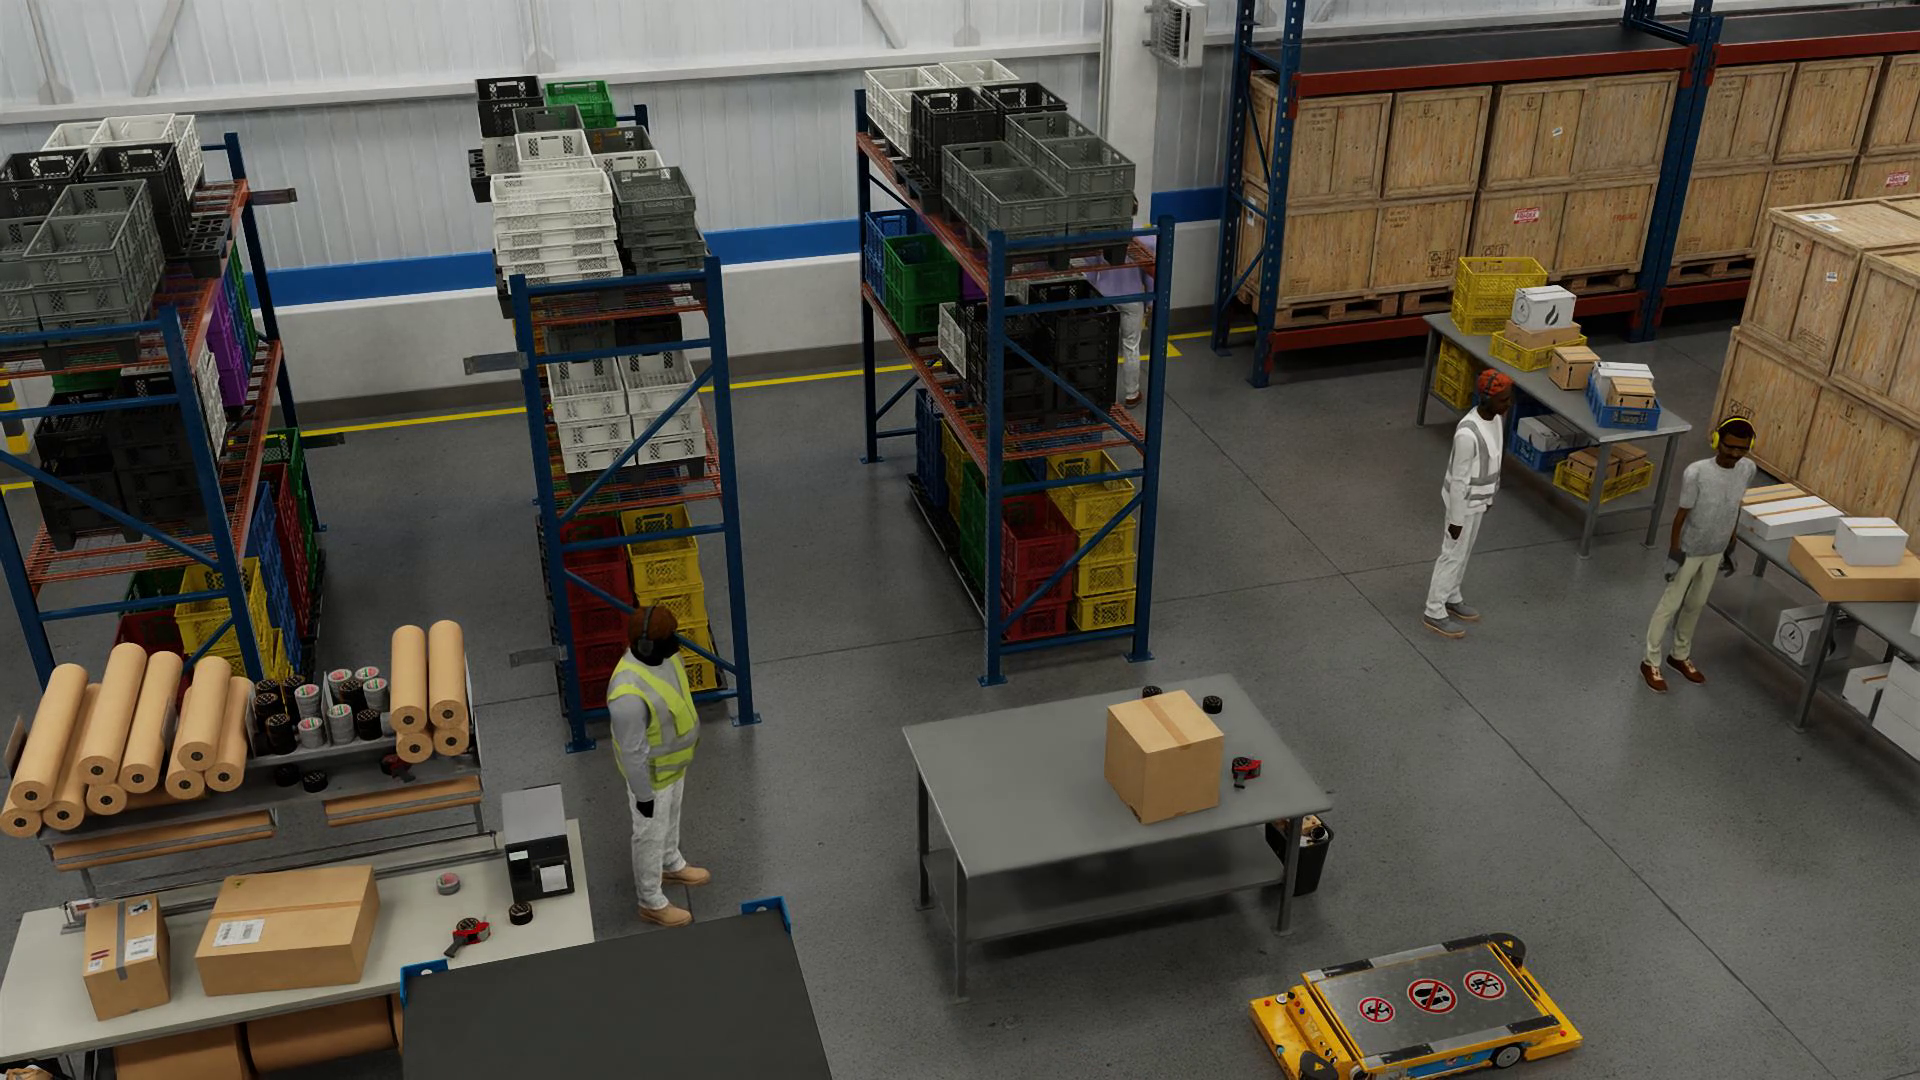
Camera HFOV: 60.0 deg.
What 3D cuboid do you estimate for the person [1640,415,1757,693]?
[{"bbox_3d":[4.629,0.079,10.348,0.515,1.864,0.333,-8,30,-14],"label":"person"}]

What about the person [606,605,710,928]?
[{"bbox_3d":[-1.529,1.132,8.468,0.430,1.836,0.630,4,29,7],"label":"person"}]

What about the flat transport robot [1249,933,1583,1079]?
[{"bbox_3d":[2.184,2.282,7.980,1.431,0.197,0.652,-8,30,-14],"label":"flat transport robot"}]

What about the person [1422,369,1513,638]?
[{"bbox_3d":[3.348,-0.253,10.943,0.344,1.879,0.581,18,33,29],"label":"person"}]

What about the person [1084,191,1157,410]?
[{"bbox_3d":[1.355,-2.042,14.130,0.630,1.940,0.372,5,29,9],"label":"person"}]
